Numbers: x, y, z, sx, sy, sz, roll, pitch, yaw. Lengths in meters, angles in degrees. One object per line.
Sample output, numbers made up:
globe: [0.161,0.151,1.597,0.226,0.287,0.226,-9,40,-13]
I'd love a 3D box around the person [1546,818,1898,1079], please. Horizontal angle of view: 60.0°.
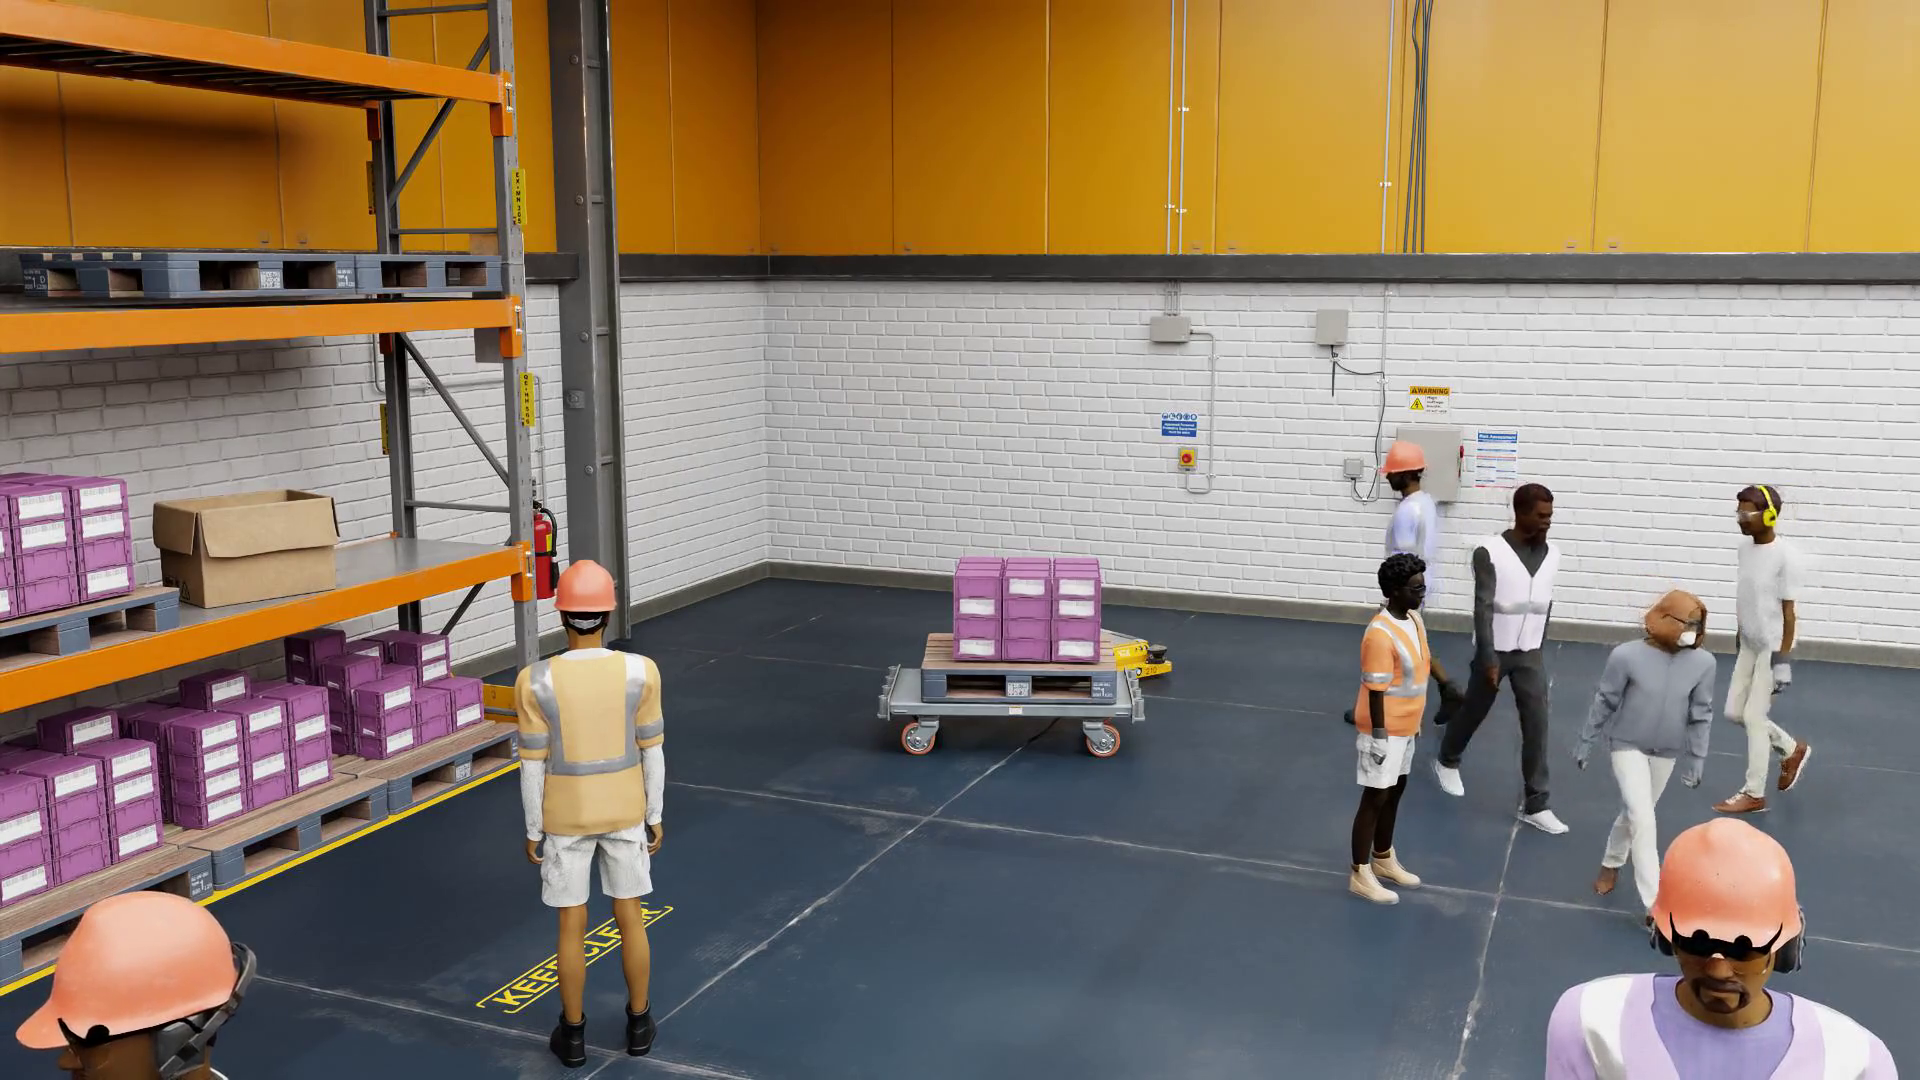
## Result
person: [1.394,1.506,3.150,0.615,2.041,0.392,4,10,20]

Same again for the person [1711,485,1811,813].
person: [4.515,0.604,9.228,0.583,1.845,0.563,-2,10,-10]

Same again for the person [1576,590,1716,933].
person: [3.174,0.983,7.728,0.539,1.574,0.840,-1,9,-4]

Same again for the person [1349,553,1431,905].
person: [2.065,0.889,7.965,0.321,1.689,0.529,6,11,33]

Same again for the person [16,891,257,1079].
person: [-1.281,1.565,2.788,0.609,2.044,0.393,8,12,41]

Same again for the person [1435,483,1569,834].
person: [3.020,0.594,9.224,0.601,1.871,1.015,-3,10,-18]

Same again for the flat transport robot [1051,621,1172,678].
flat transport robot: [0.883,0.822,12.655,0.652,0.197,1.431,-7,12,-35]

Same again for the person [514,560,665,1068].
person: [-1.395,1.035,6.322,0.545,1.938,0.359,-3,10,-19]

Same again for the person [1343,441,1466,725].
person: [2.917,0.312,10.781,0.683,1.921,0.559,5,11,28]
